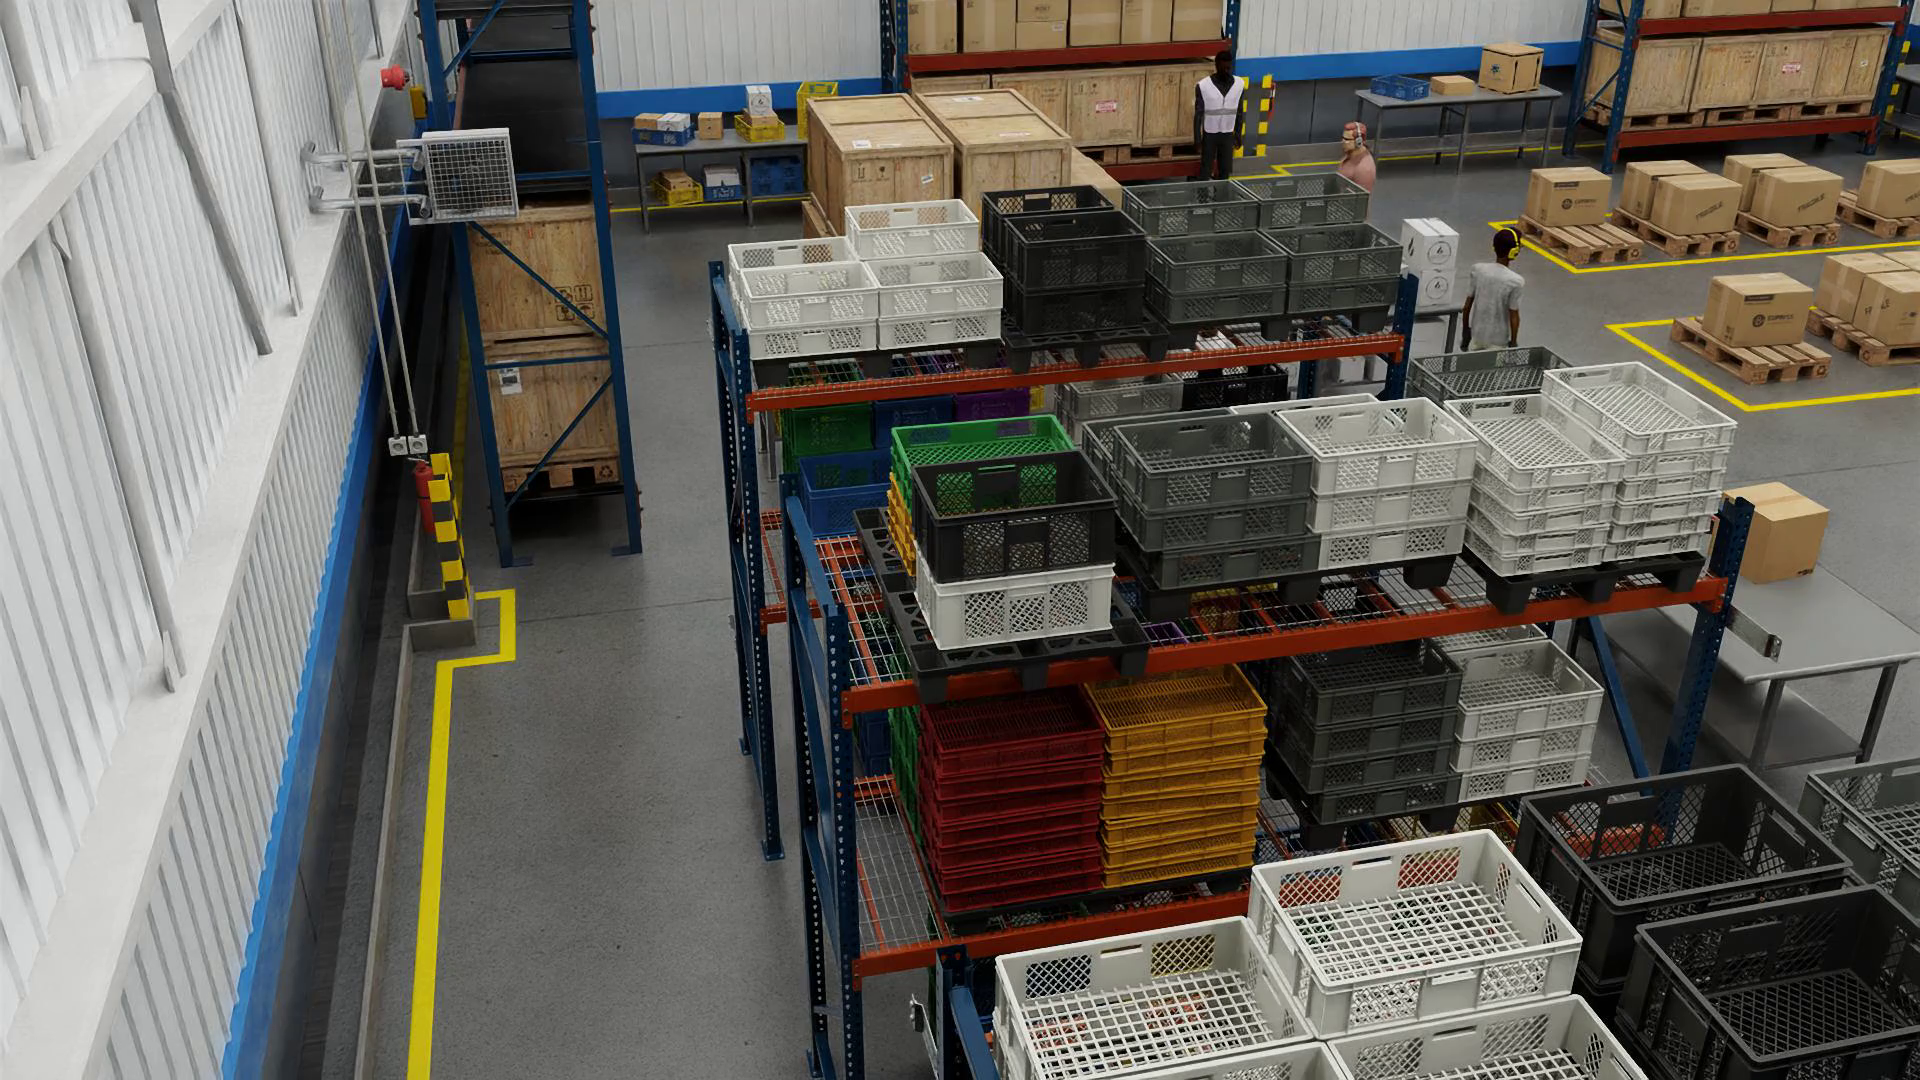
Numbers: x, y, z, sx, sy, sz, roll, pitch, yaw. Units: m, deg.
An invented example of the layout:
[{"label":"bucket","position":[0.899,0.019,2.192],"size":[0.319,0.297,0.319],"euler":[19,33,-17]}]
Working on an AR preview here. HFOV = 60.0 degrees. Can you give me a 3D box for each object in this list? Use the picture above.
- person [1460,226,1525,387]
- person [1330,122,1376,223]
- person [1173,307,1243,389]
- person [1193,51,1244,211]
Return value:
[{"label":"person","position":[4.251,-1.597,13.344],"size":[0.323,1.870,0.518],"euler":[-20,34,-33]},{"label":"person","position":[3.777,-3.119,16.206],"size":[0.398,1.899,0.649],"euler":[0,28,1]},{"label":"person","position":[1.754,-0.898,12.013],"size":[0.567,1.879,0.353],"euler":[19,33,31]},{"label":"person","position":[2.958,-4.671,19.142],"size":[0.600,1.907,0.411],"euler":[-6,28,-12]}]
